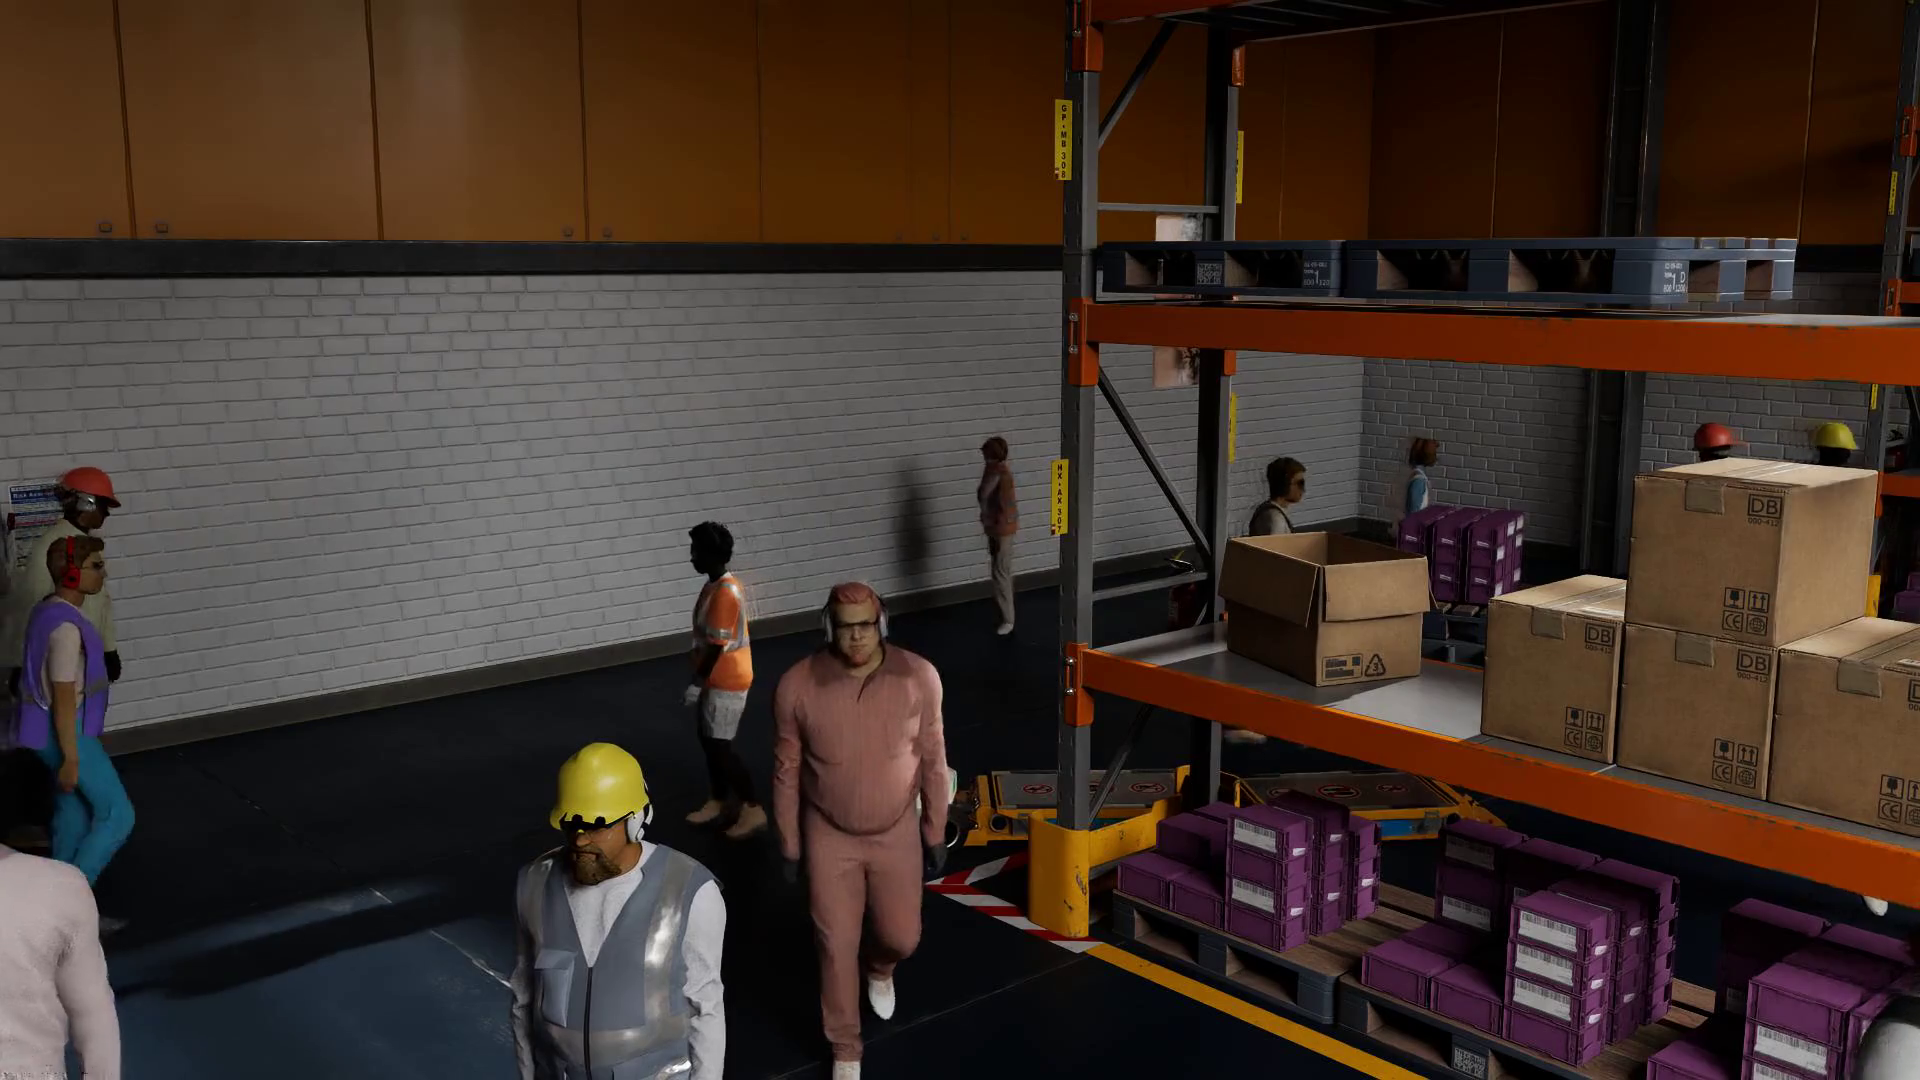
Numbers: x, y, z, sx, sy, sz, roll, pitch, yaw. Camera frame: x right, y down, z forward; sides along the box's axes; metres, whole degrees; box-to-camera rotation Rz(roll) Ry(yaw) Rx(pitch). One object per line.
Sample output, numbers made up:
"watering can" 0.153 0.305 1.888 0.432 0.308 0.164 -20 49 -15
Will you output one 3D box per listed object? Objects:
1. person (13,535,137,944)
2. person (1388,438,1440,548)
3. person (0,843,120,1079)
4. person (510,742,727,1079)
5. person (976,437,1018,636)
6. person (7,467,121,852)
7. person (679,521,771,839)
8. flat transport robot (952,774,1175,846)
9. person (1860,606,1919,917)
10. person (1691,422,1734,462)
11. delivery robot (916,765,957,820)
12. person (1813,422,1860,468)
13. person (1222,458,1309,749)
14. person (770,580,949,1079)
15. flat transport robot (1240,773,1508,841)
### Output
"person" -3.899 0.885 7.310 0.443 1.828 0.575 -7 12 -35
"person" 3.692 -0.047 13.469 0.884 1.573 0.619 1 10 7
"person" -2.419 1.419 4.079 0.651 1.875 0.902 -4 10 -22
"person" -0.892 1.402 4.325 0.586 1.824 0.404 2 10 10
"person" 0.287 -0.054 13.464 0.328 1.608 0.659 -2 10 -11
"person" -4.633 0.602 8.639 0.510 1.944 0.710 0 10 1
"person" -1.219 0.730 8.666 0.448 1.679 0.543 -3 10 -16
"flat transport robot" 0.629 1.408 8.808 1.431 0.197 0.652 0 10 -2
"person" 4.413 0.859 7.292 0.670 1.891 0.669 -4 10 -22
"person" 5.127 0.145 11.416 0.582 1.903 0.736 0 10 -1
"delivery robot" -0.387 1.281 8.450 0.707 0.478 0.477 -4 11 -24
"person" 6.082 0.082 11.911 0.607 1.874 1.002 -9 13 -43
"person" 2.010 0.397 10.216 0.833 1.810 0.577 0 10 2
"person" -0.376 1.056 6.149 0.657 1.885 0.649 -2 10 -10
"flat transport robot" 2.072 1.413 8.783 1.431 0.197 0.652 -1 10 -7
